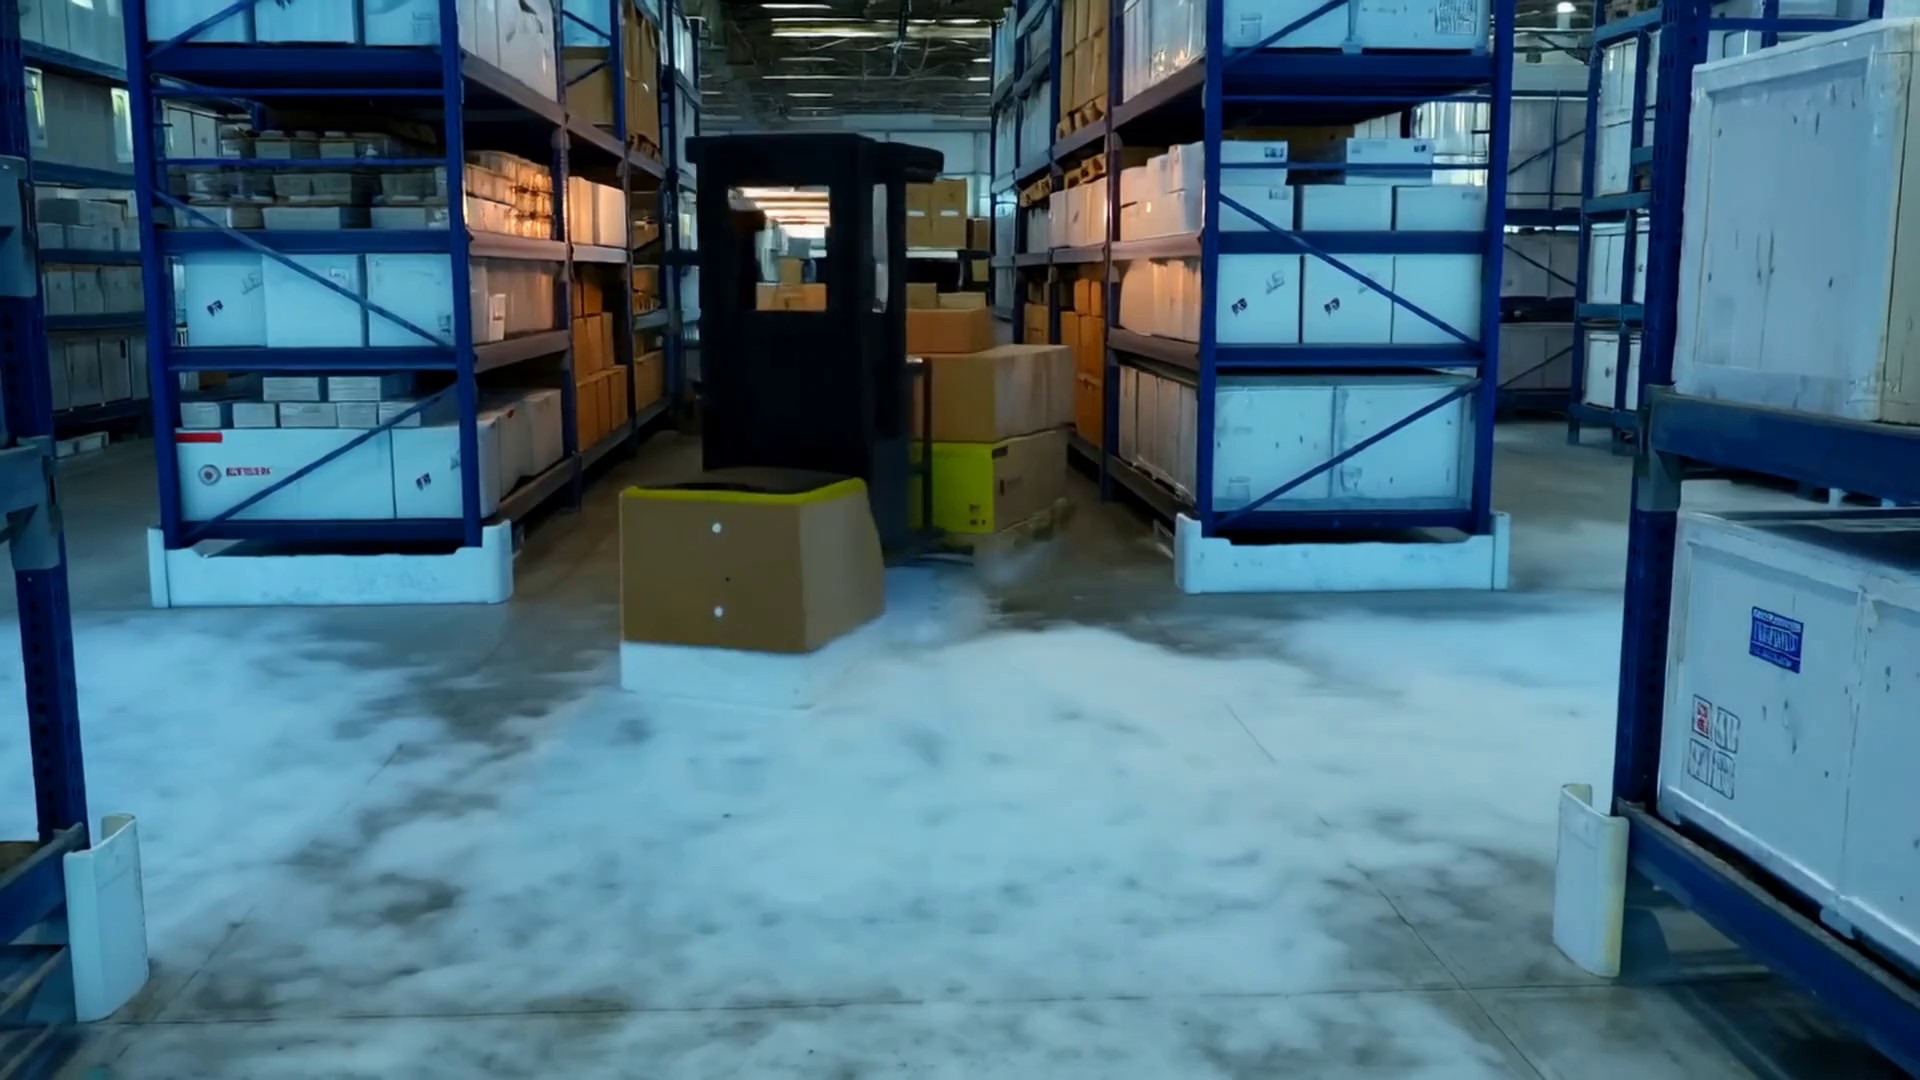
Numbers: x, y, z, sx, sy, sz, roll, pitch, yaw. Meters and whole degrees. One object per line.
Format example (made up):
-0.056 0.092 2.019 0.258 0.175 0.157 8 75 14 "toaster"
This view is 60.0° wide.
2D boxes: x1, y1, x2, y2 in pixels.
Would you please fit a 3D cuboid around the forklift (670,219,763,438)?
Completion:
-2.810 -2.761 21.665 1.873 2.768 1.129 -1 9 -4 "forklift"

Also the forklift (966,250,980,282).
0.636 -6.855 47.373 1.129 2.768 1.873 2 9 13 "forklift"

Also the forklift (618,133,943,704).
-0.923 -0.701 8.733 1.129 2.768 1.873 3 10 18 "forklift"

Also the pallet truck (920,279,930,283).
-0.932 -8.922 63.114 1.885 1.965 0.823 2 9 13 "pallet truck"
